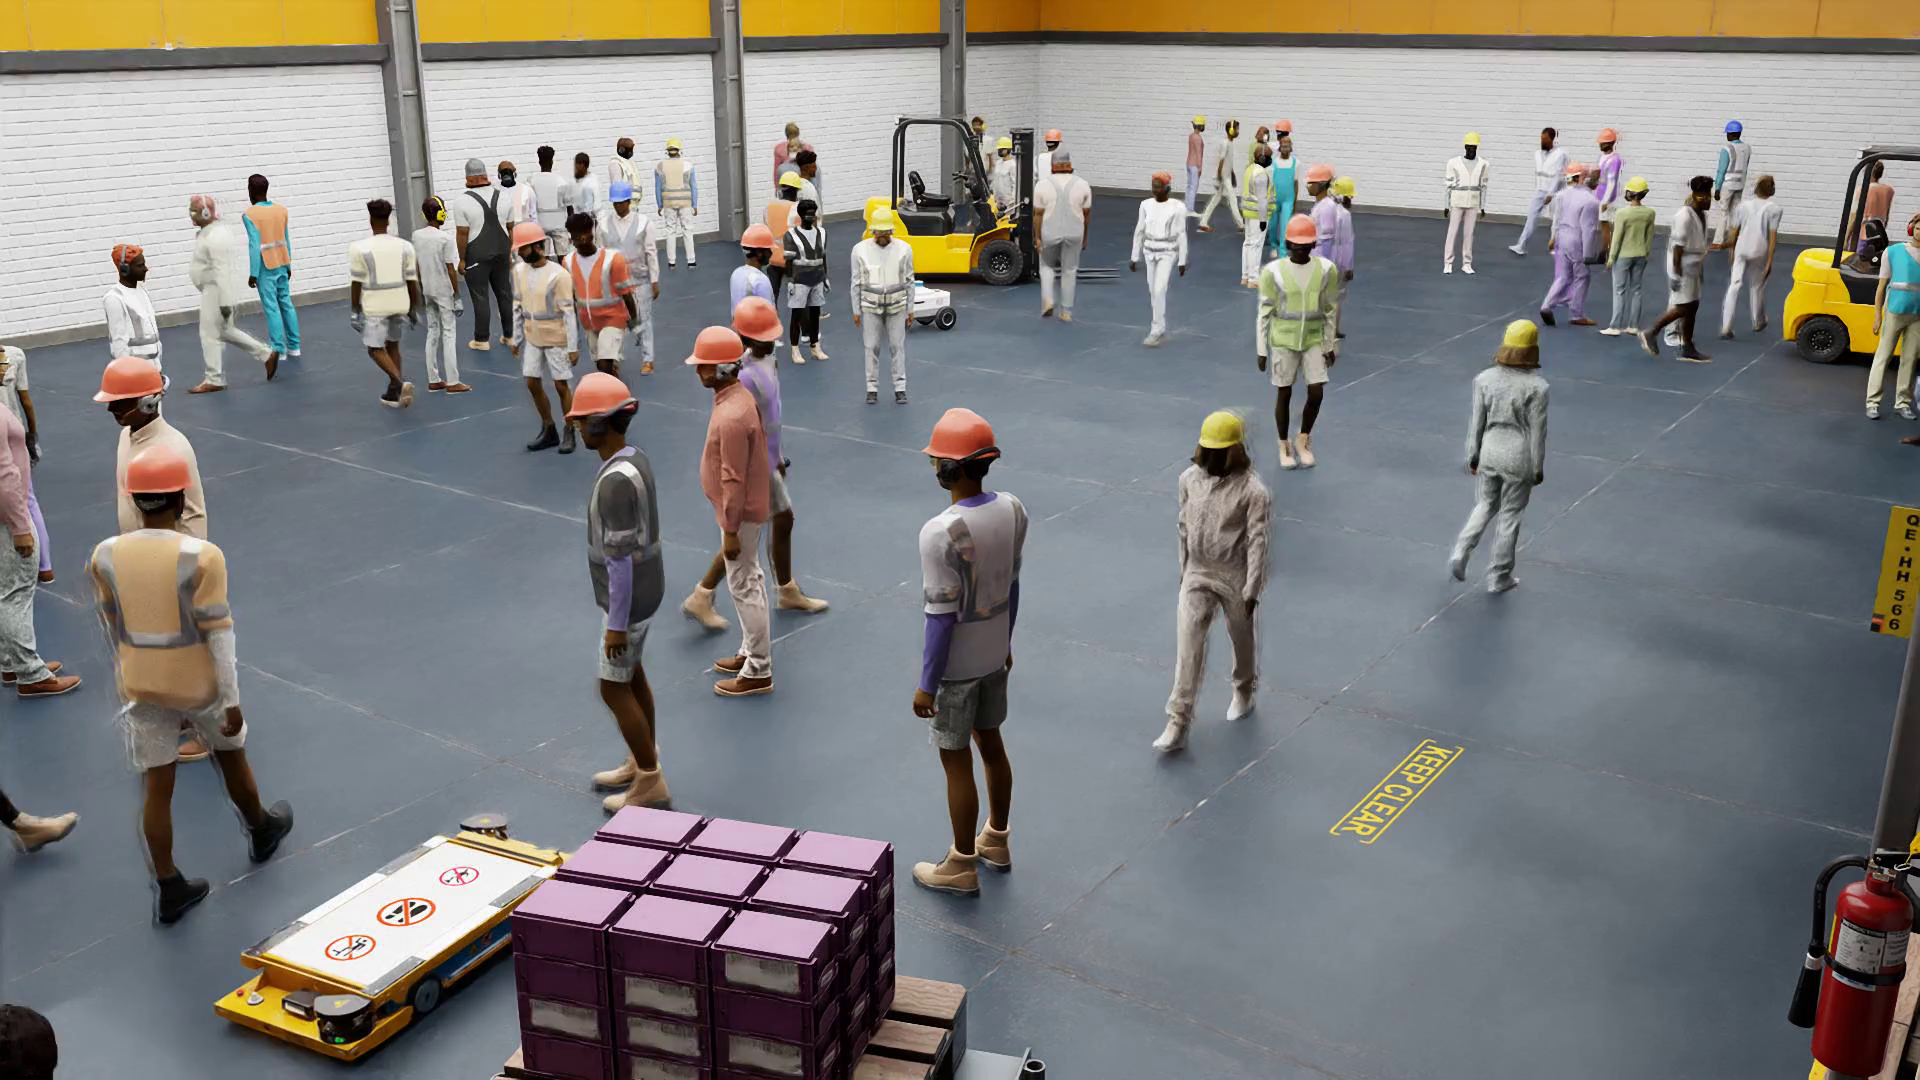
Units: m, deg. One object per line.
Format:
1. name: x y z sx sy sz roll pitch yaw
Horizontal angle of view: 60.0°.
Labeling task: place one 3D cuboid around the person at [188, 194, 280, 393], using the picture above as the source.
1. person: -7.053 -2.368 15.922 0.781 1.880 0.648 -7 19 -21

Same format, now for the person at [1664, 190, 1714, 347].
1. person: 7.925 -2.984 18.076 0.313 1.741 0.487 7 19 20

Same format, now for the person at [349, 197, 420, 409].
1. person: -5.173 -2.112 15.031 0.616 1.926 0.751 -17 24 -42

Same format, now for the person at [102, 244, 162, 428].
1. person: -6.189 -1.290 12.564 0.352 1.879 0.577 -1 18 -2

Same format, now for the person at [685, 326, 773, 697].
1. person: -1.213 -0.153 8.835 0.410 1.985 0.610 -2 18 -6

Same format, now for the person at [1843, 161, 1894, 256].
1. person: 10.740 -3.569 19.744 0.577 1.840 0.397 -5 18 -15

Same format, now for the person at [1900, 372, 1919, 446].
1. person: 8.000 -1.466 13.533 0.405 1.604 0.538 -2 18 -8

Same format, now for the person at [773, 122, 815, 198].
1. person: -2.545 -5.463 25.600 0.639 1.899 0.945 -2 18 -6

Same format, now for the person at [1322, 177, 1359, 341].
1. person: 4.136 -3.073 18.238 0.449 1.801 0.619 -6 19 -19

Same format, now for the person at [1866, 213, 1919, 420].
1. person: 8.413 -1.988 14.789 0.567 1.846 0.389 2 18 5

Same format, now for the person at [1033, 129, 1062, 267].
1. person: 1.292 -4.864 23.677 0.557 1.924 0.429 15 23 39

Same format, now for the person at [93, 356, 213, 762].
1. person: -3.860 0.089 8.053 0.622 1.992 0.386 14 22 37

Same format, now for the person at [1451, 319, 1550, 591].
1. person: 3.362 -0.499 10.315 0.484 1.733 0.490 -15 23 -38

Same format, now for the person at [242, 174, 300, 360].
1. person: -7.179 -2.838 17.332 0.376 1.917 0.600 5 18 16

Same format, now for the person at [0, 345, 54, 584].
1. person: -6.039 -0.592 10.406 0.514 1.861 0.321 -16 24 -41

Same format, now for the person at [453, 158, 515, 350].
1. person: -5.138 -3.078 17.885 0.684 2.000 0.536 -17 24 -42

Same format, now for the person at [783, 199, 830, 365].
1. person: -1.576 -2.669 17.167 0.532 1.693 0.319 -14 22 -37

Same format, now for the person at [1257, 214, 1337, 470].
1. person: 2.651 -1.532 13.068 0.654 2.026 0.501 -1 18 -2

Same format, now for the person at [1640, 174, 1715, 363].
1. person: 7.455 -2.783 17.110 0.597 1.943 0.668 16 24 41

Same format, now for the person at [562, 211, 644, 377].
1. person: -3.085 -1.816 14.136 0.668 1.916 0.900 7 19 22

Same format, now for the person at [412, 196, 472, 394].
1. person: -4.941 -2.319 15.801 0.507 1.864 0.329 9 20 26

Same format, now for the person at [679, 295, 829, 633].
1. person: -1.232 -0.460 9.771 0.755 2.005 0.673 2 18 5

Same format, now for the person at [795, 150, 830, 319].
1. person: -1.811 -3.608 19.662 0.368 1.967 0.600 -9 20 -27

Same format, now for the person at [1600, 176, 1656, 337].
1. person: 7.471 -3.161 18.580 0.533 1.772 0.296 -5 19 -17

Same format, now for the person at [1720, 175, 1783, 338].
1. person: 8.858 -3.172 18.595 0.536 1.783 1.050 15 23 39

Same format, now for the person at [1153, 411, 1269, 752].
1. person: 1.280 0.184 8.250 0.502 1.690 0.919 10 20 29

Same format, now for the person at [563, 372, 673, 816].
1. person: -1.534 0.253 7.494 0.406 2.028 0.624 -2 18 -5

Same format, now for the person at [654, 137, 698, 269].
1. person: -3.970 -4.720 23.373 0.587 1.823 0.403 -1 18 -3

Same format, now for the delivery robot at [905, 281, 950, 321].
1. delivery robot: -0.472 -2.715 18.999 0.707 0.478 0.477 -12 21 -33

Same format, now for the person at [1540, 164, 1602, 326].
1. person: 7.059 -3.372 19.105 0.678 1.866 0.730 -3 18 -10

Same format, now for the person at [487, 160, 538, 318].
1. person: -5.302 -3.552 19.691 0.627 1.844 0.429 -4 18 -13
